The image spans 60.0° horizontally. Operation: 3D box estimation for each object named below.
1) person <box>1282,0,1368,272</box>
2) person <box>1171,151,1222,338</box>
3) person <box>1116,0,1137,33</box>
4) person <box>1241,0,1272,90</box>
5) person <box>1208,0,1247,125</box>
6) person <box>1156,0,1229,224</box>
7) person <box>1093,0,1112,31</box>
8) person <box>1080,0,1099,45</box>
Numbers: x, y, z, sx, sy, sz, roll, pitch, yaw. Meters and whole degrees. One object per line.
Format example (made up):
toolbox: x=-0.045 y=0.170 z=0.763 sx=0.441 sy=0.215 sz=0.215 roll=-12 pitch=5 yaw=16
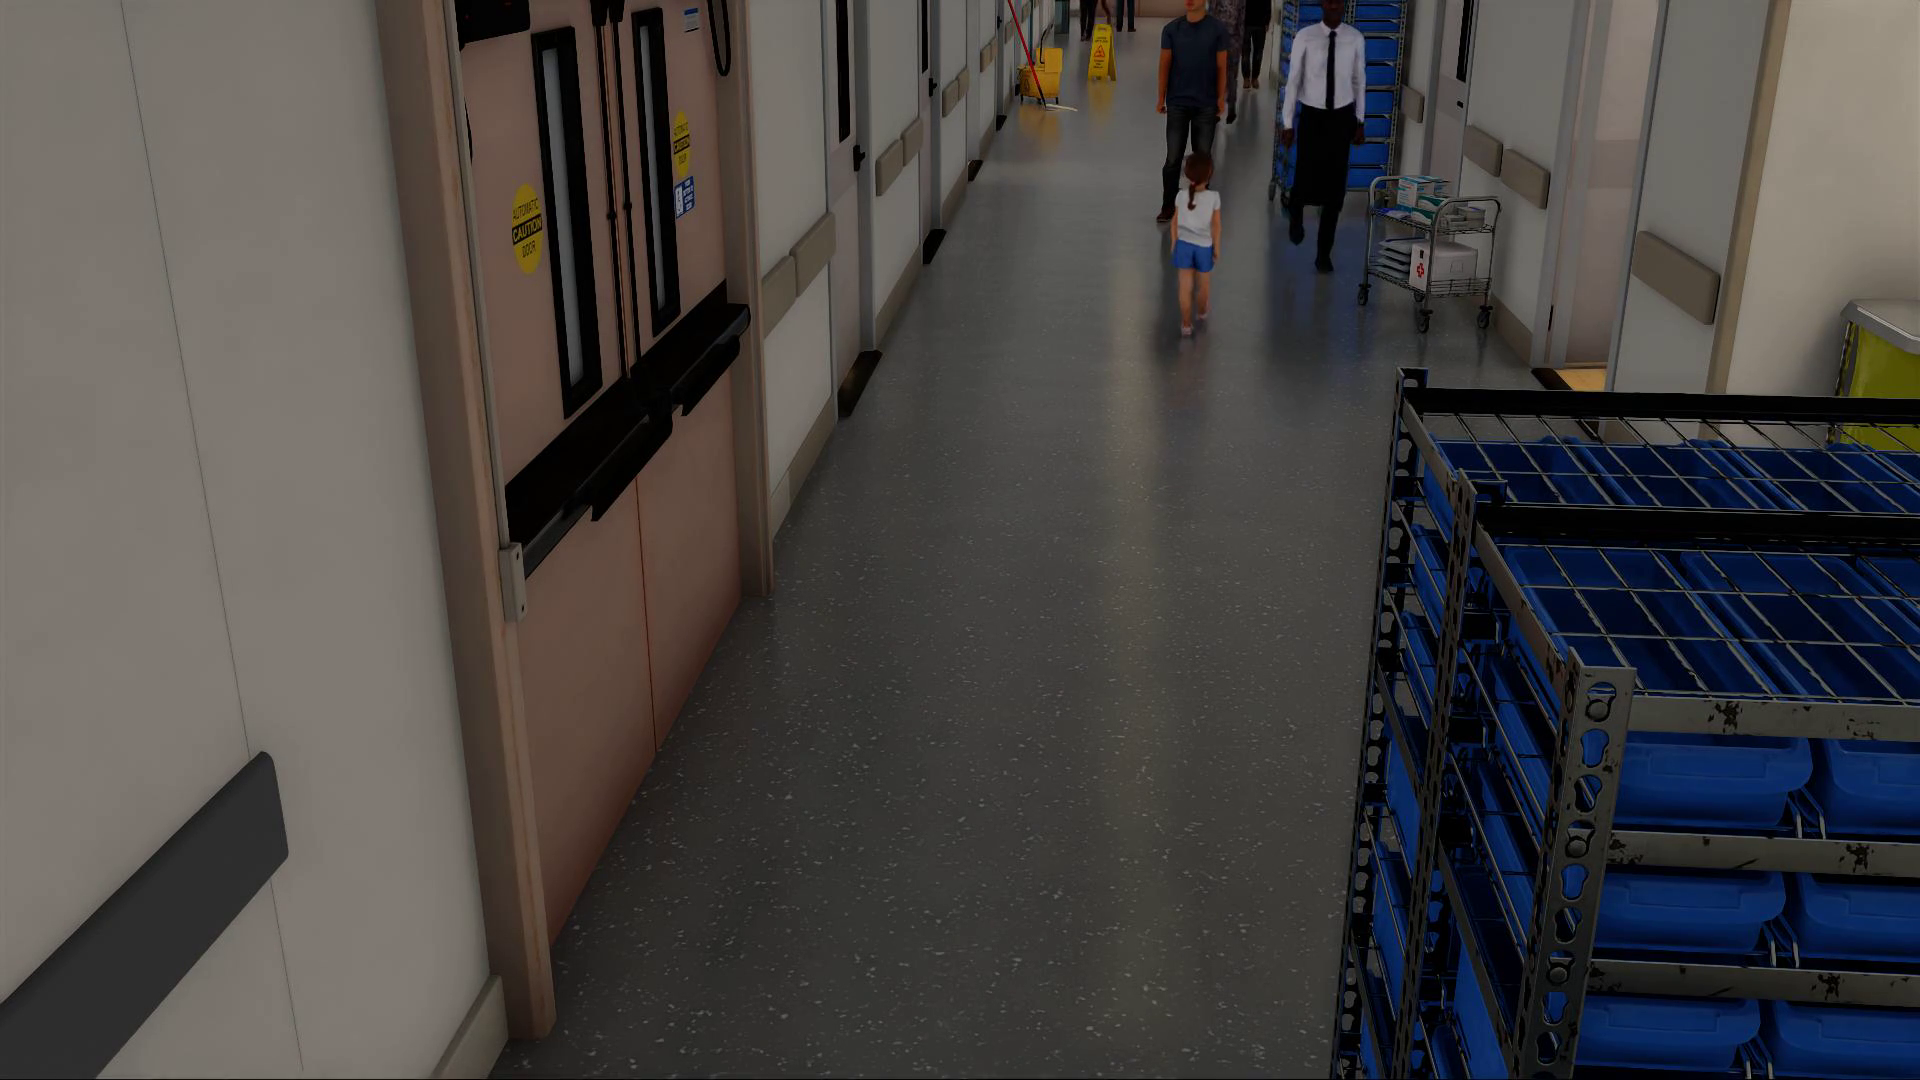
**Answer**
person: x=2.381 y=-2.720 z=10.960 sx=0.703 sy=1.814 sz=0.899 roll=0 pitch=21 yaw=0
person: x=1.290 y=-1.621 z=9.207 sx=0.504 sy=1.000 sz=0.715 roll=6 pitch=21 yaw=14
person: x=3.255 y=-10.939 z=32.601 sx=0.706 sy=1.856 sz=0.630 roll=6 pitch=21 yaw=14
person: x=3.857 y=-6.852 z=22.021 sx=0.652 sy=1.708 sz=0.717 roll=2 pitch=21 yaw=6
person: x=2.892 y=-5.434 z=18.317 sx=0.602 sy=1.677 sz=1.051 roll=1 pitch=21 yaw=2
person: x=1.743 y=-3.299 z=12.499 sx=0.663 sy=1.808 sz=0.529 roll=3 pitch=21 yaw=7
person: x=2.789 y=-10.937 z=32.806 sx=0.855 sy=1.706 sz=0.998 roll=11 pitch=23 yaw=27
person: x=2.306 y=-9.737 z=29.517 sx=0.618 sy=1.792 sz=0.581 roll=2 pitch=21 yaw=6
